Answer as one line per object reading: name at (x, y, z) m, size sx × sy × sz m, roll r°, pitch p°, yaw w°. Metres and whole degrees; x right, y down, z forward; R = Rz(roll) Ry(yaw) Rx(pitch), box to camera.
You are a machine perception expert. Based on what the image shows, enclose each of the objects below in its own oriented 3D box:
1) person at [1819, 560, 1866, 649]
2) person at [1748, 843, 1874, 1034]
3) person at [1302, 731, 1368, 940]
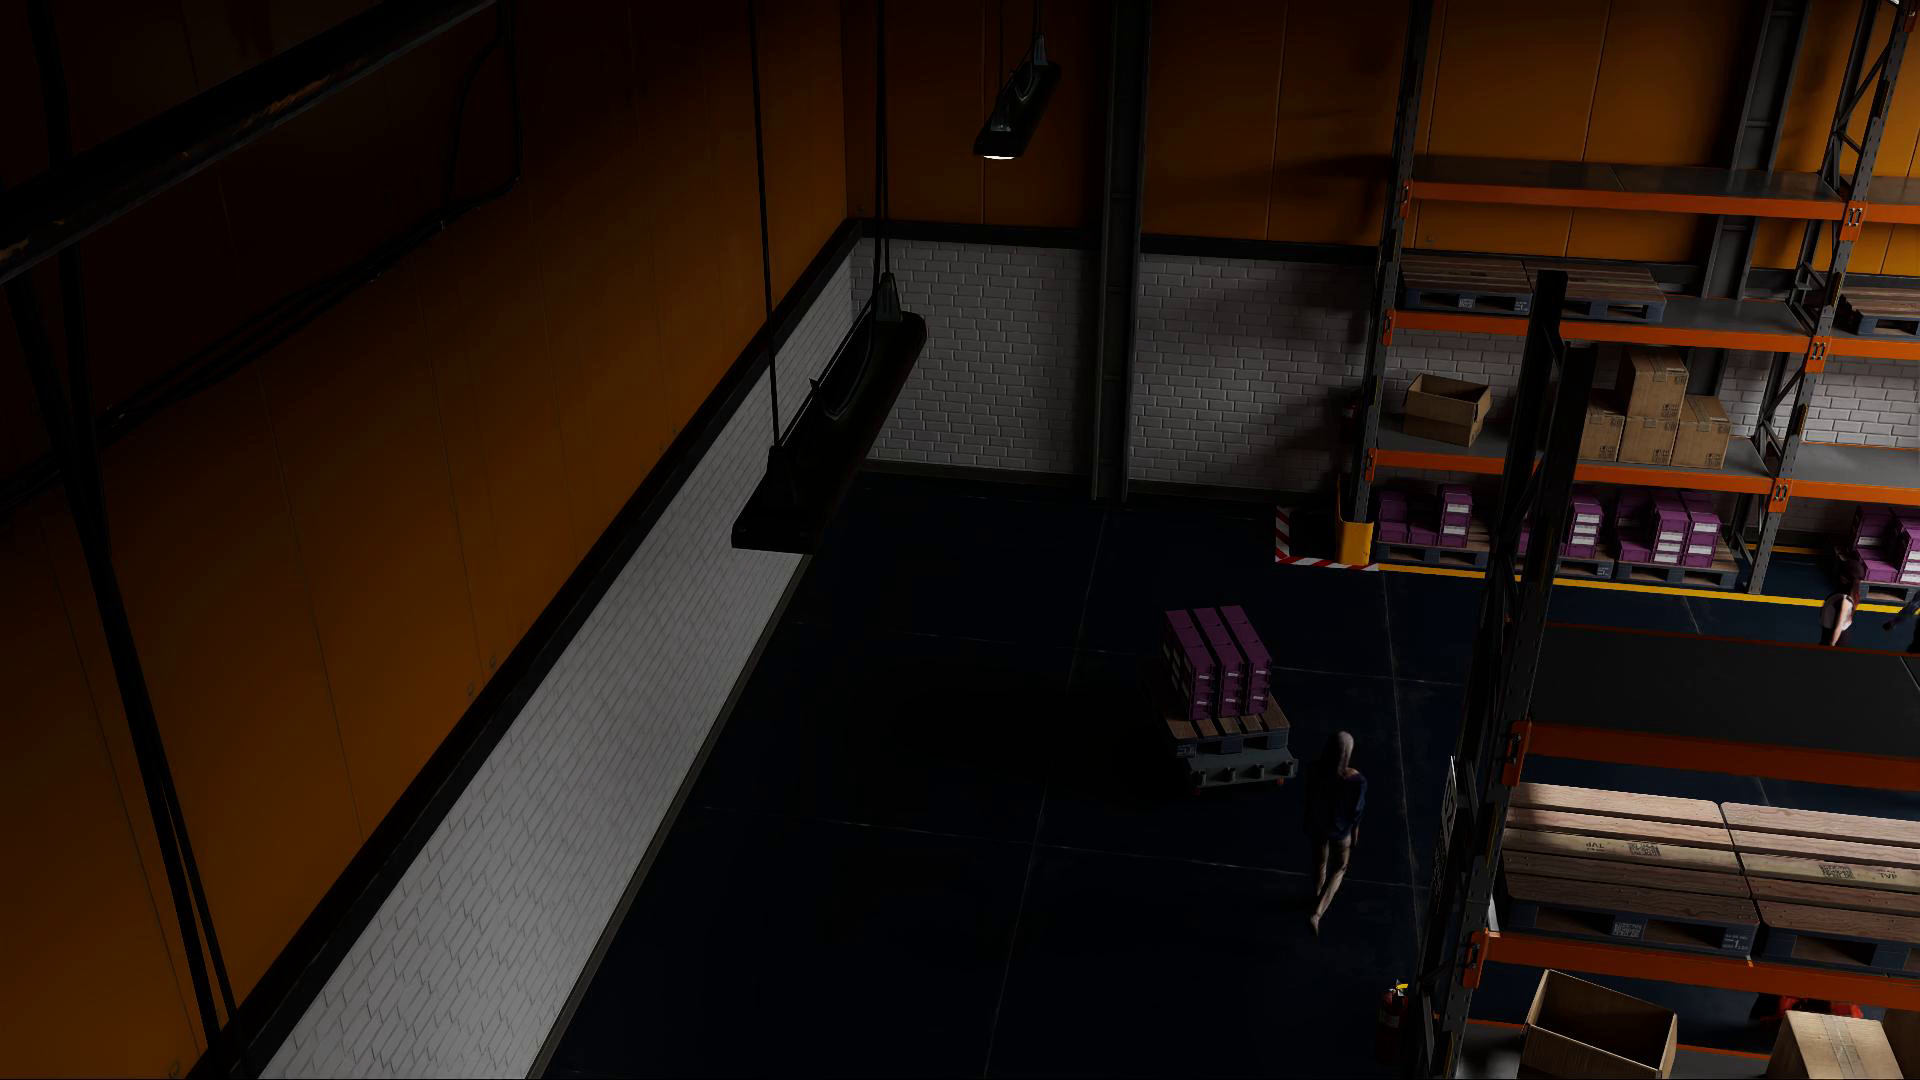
person at (7.685, 0.905, 14.627) m, size 0.626 × 1.647 × 0.622 m, roll 16°, pitch 32°, yaw 27°
person at (5.742, 2.663, 11.268) m, size 1.092 × 1.778 × 0.776 m, roll 0°, pitch 29°, yaw 0°
person at (2.700, 2.177, 12.261) m, size 1.015 × 1.680 × 0.901 m, roll 16°, pitch 32°, yaw 26°
